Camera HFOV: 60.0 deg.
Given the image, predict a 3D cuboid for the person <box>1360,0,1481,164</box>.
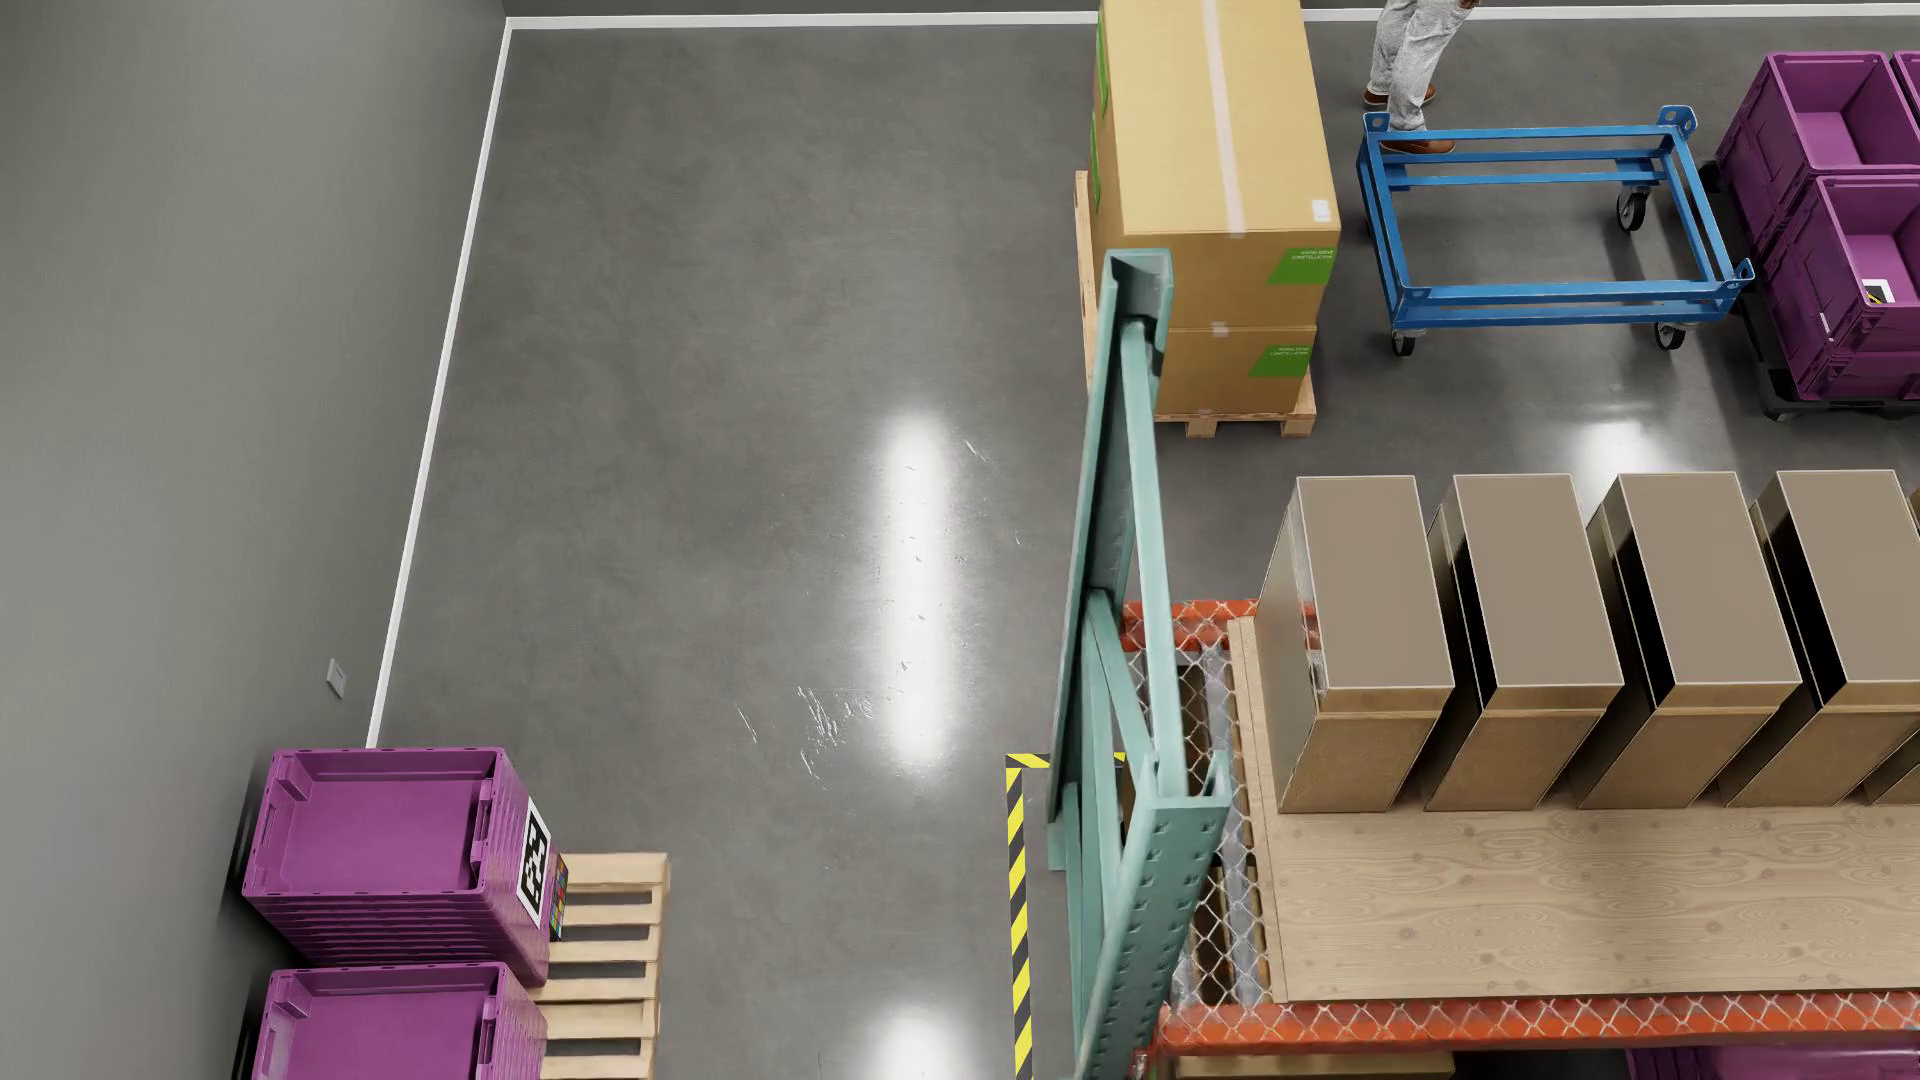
[{"bbox_3d":[1.822,-2.245,6.079,0.371,1.941,0.627,-2,58,-1],"label":"person"}]
